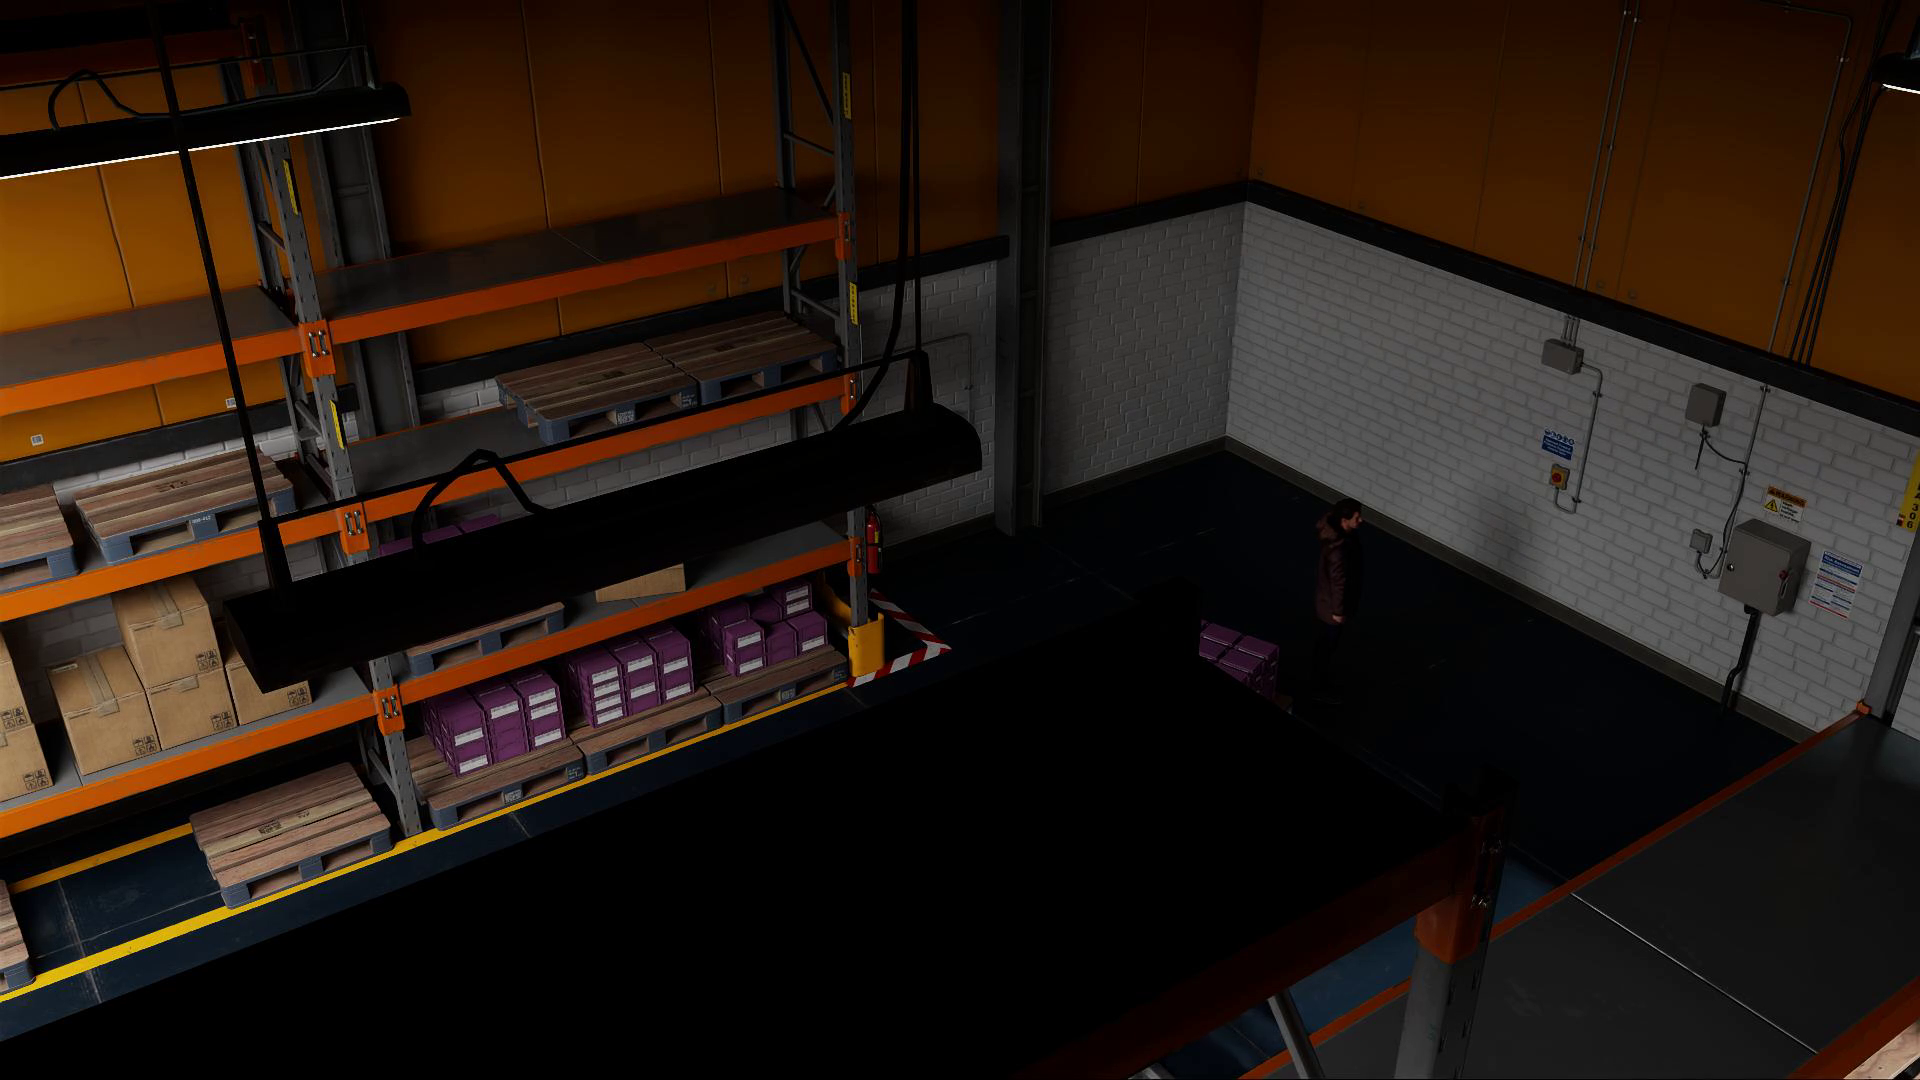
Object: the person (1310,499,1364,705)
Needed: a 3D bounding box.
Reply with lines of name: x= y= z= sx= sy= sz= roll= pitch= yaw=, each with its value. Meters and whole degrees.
person: x=3.123 y=0.475 z=13.834 sx=0.935 sy=1.846 sz=0.860 roll=7 pitch=29 yaw=12
